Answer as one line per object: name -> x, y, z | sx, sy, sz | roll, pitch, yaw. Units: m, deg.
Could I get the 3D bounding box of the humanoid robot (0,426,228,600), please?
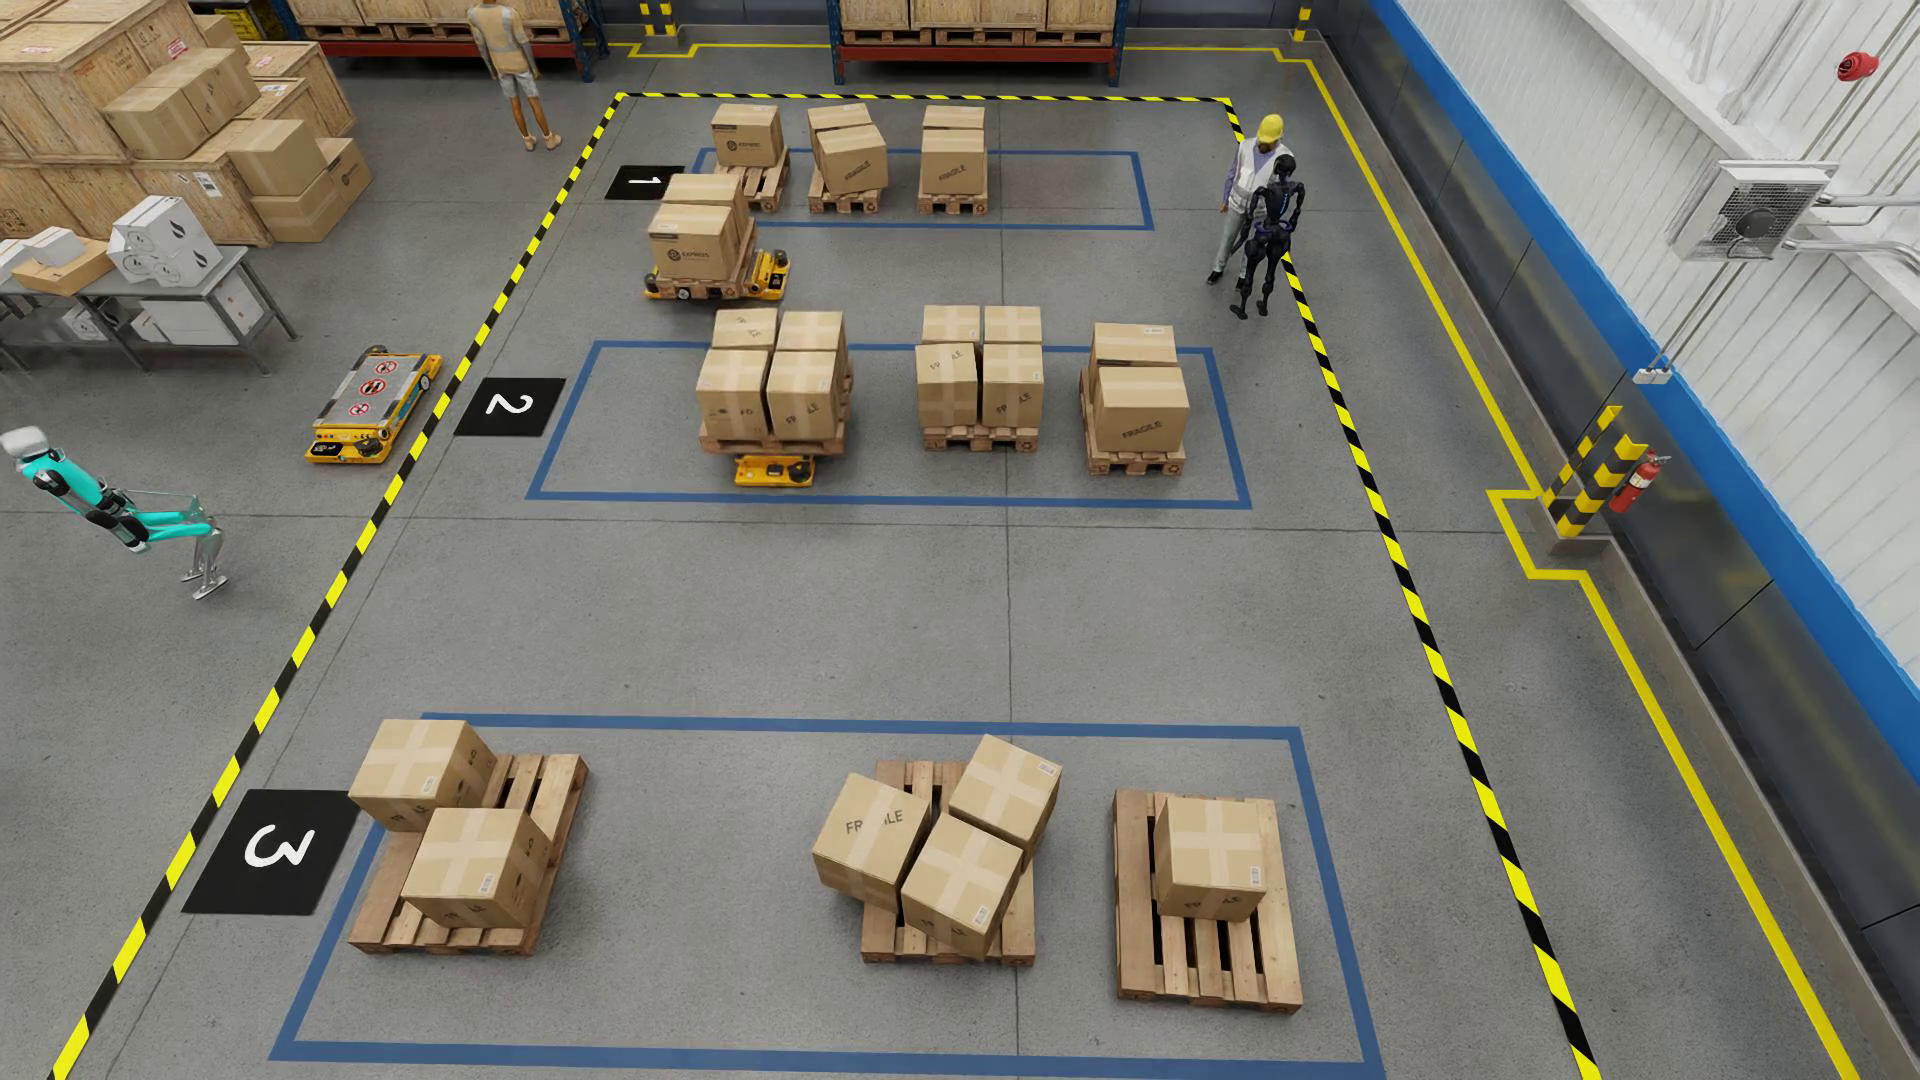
humanoid robot -> -5.794, -0.249, 6.525 | 0.735, 1.681, 0.533 | -36, 58, -26

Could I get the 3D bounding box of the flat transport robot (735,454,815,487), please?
flat transport robot -> -1.587, -1.058, 8.244 | 0.652, 0.197, 1.431 | 1, 50, 1

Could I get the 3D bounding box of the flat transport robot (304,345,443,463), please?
flat transport robot -> -5.383, -1.269, 8.441 | 0.659, 0.231, 1.431 | 1, 50, 1

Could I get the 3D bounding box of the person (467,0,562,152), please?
person -> -5.404, -5.736, 11.067 | 0.606, 2.032, 0.401 | 0, 50, 0

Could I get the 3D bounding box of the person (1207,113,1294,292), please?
person -> 2.905, -3.366, 9.193 | 0.586, 1.828, 0.404 | 22, 53, 17

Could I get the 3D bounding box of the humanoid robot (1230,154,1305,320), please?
humanoid robot -> 2.978, -2.929, 8.911 | 0.599, 1.659, 0.315 | -7, 50, -6

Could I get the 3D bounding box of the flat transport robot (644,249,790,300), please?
flat transport robot -> -2.574, -2.838, 9.751 | 1.431, 0.197, 0.652 | 1, 50, 1
